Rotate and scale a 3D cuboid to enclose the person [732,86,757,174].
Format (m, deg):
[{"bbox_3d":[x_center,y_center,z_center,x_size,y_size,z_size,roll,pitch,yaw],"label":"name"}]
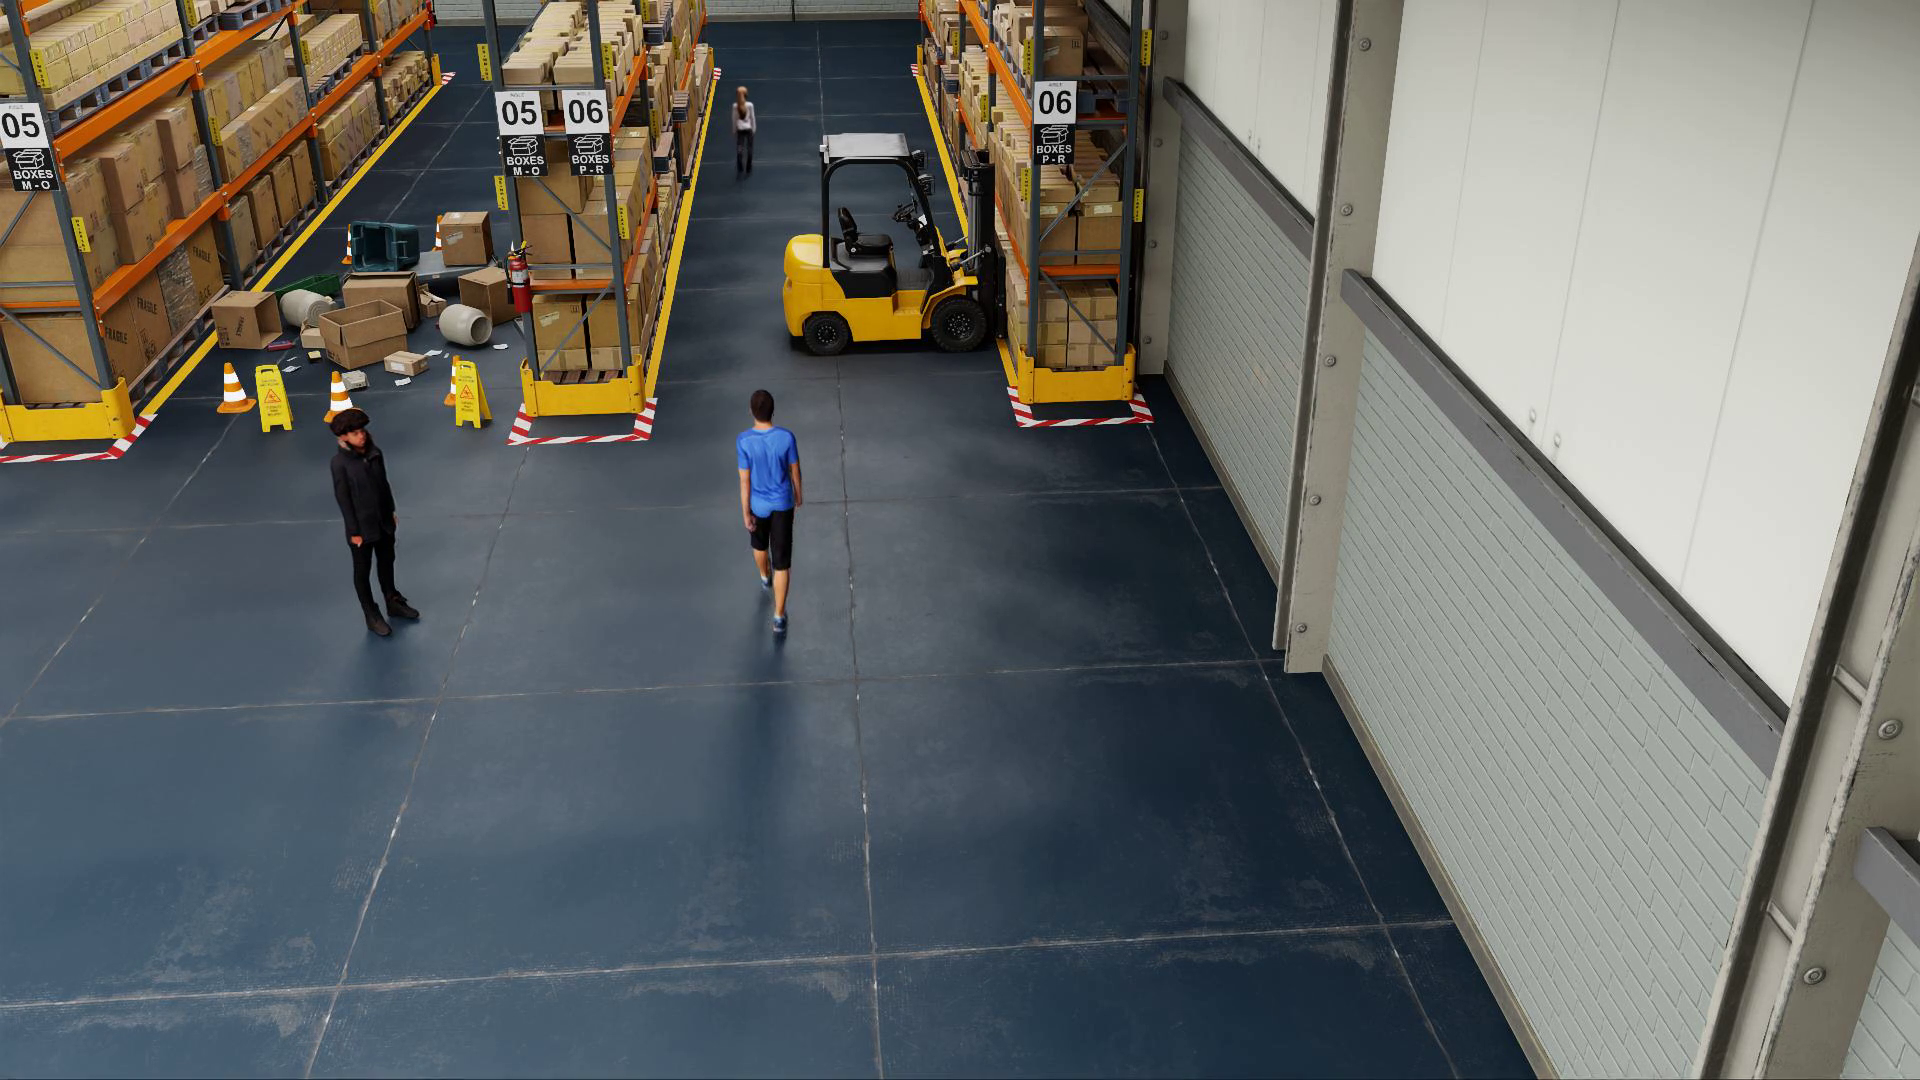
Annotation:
[{"bbox_3d":[-3.186,-6.029,24.513,0.537,1.268,0.742,1,27,2],"label":"person"}]

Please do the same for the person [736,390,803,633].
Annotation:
[{"bbox_3d":[-1.418,-0.179,12.557,0.643,1.812,1.219,-1,27,-2],"label":"person"}]

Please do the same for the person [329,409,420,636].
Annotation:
[{"bbox_3d":[-4.476,-0.164,12.561,0.797,1.781,0.718,15,31,27],"label":"person"}]
